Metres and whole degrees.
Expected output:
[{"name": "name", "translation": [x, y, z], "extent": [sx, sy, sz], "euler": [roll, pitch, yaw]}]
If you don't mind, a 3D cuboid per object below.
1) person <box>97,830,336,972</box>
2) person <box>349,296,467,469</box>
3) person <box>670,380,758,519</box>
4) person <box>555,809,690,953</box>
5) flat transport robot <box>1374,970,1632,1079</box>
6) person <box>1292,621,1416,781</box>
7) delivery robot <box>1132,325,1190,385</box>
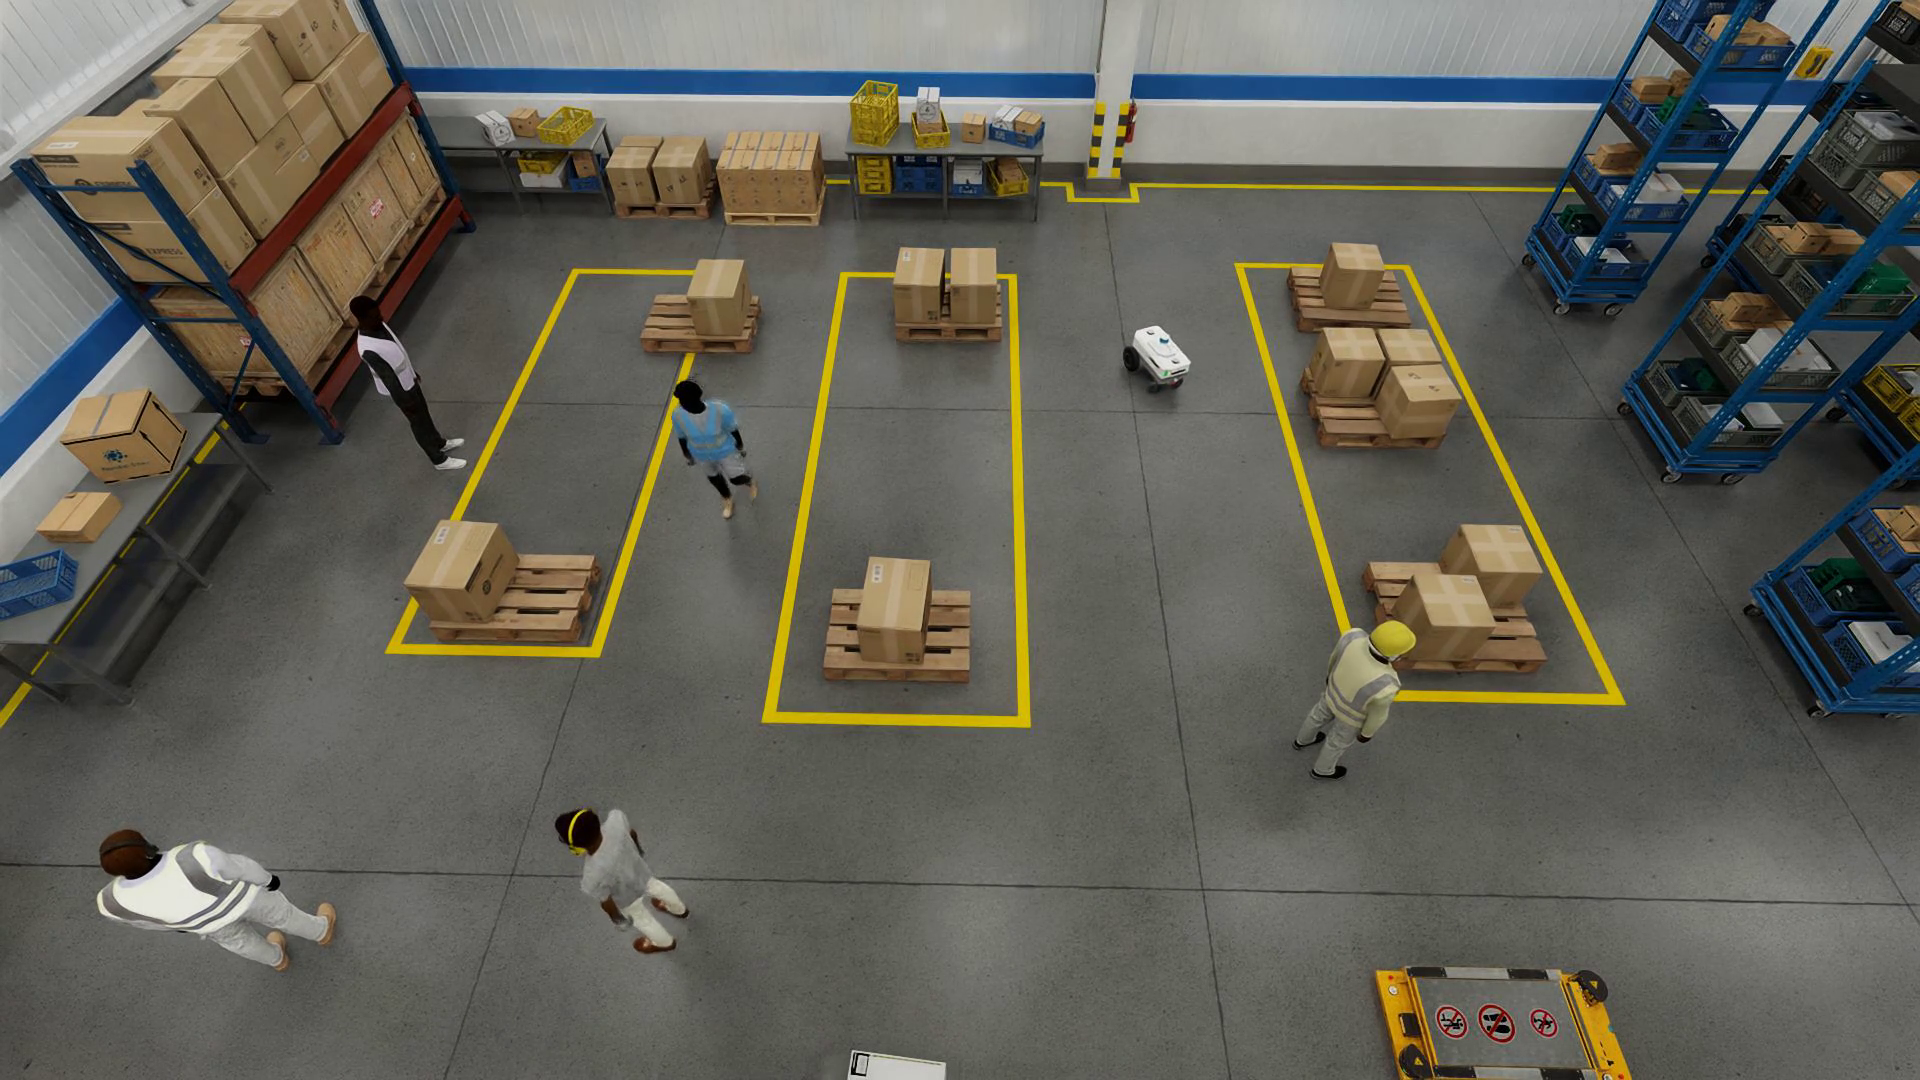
[{"name": "person", "translation": [-4.573, 2.218, 5.654], "extent": [0.624, 1.845, 0.429], "euler": [-27, 56, -20]}, {"name": "person", "translation": [-5.229, -1.456, 8.603], "extent": [0.391, 1.913, 0.587], "euler": [-17, 53, -13]}, {"name": "person", "translation": [-2.220, -0.839, 8.251], "extent": [0.575, 1.670, 0.432], "euler": [-3, 51, -2]}, {"name": "person", "translation": [-2.082, 2.134, 5.718], "extent": [0.331, 1.855, 0.521], "euler": [4, 51, 3]}, {"name": "flat transport robot", "translation": [3.501, 3.133, 5.914], "extent": [1.431, 0.197, 0.652], "euler": [1, 51, 1]}, {"name": "person", "translation": [2.804, 1.140, 6.535], "extent": [0.403, 1.837, 0.591], "euler": [-12, 52, -9]}, {"name": "delivery robot", "translation": [2.164, -1.998, 9.856], "extent": [0.477, 0.478, 0.707], "euler": [-18, 53, -14]}]
